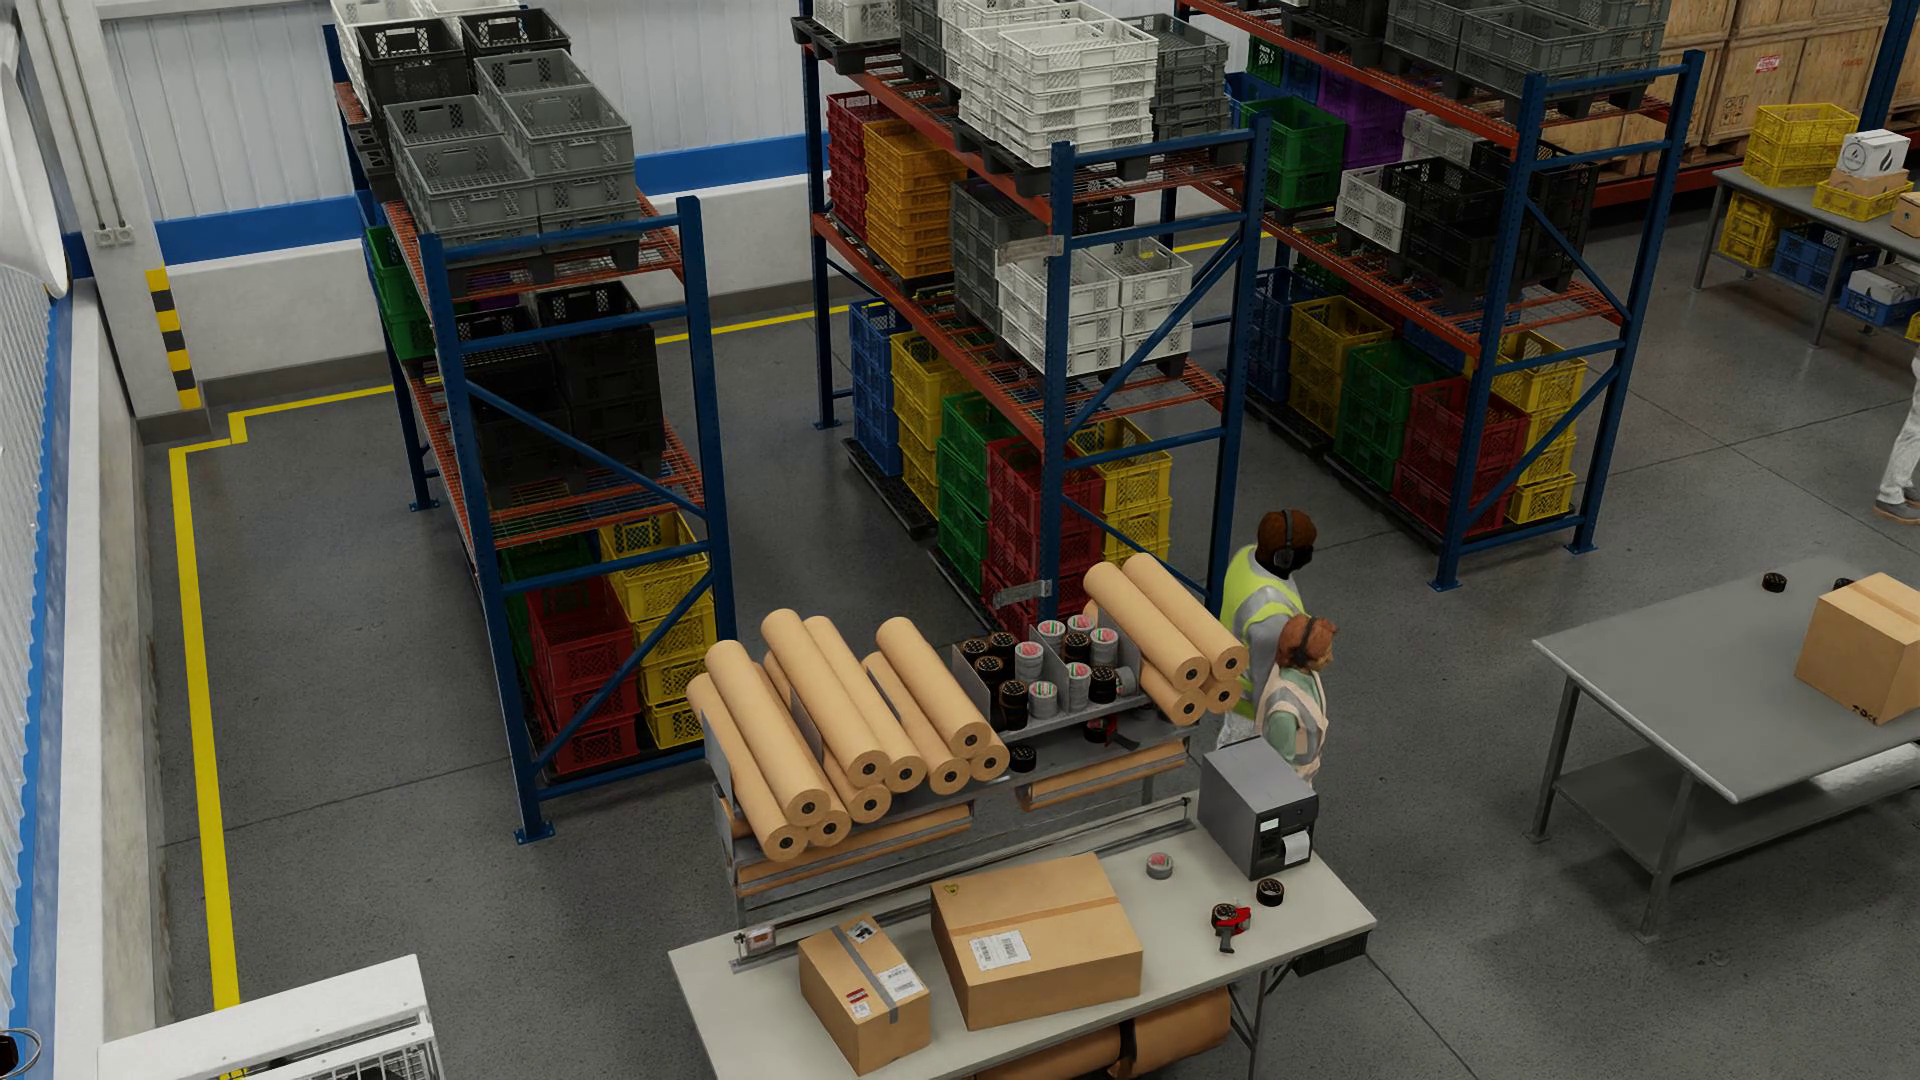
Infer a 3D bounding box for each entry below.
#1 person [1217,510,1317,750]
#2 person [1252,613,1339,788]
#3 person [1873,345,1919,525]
[{"bbox_3d":[1.335,0.668,7.384,0.429,1.836,0.631,0,32,0],"label":"person"},{"bbox_3d":[1.361,1.007,7.013,0.310,1.636,0.523,8,33,13],"label":"person"},{"bbox_3d":[5.943,-0.998,10.047,0.357,1.880,0.563,21,37,30],"label":"person"}]
